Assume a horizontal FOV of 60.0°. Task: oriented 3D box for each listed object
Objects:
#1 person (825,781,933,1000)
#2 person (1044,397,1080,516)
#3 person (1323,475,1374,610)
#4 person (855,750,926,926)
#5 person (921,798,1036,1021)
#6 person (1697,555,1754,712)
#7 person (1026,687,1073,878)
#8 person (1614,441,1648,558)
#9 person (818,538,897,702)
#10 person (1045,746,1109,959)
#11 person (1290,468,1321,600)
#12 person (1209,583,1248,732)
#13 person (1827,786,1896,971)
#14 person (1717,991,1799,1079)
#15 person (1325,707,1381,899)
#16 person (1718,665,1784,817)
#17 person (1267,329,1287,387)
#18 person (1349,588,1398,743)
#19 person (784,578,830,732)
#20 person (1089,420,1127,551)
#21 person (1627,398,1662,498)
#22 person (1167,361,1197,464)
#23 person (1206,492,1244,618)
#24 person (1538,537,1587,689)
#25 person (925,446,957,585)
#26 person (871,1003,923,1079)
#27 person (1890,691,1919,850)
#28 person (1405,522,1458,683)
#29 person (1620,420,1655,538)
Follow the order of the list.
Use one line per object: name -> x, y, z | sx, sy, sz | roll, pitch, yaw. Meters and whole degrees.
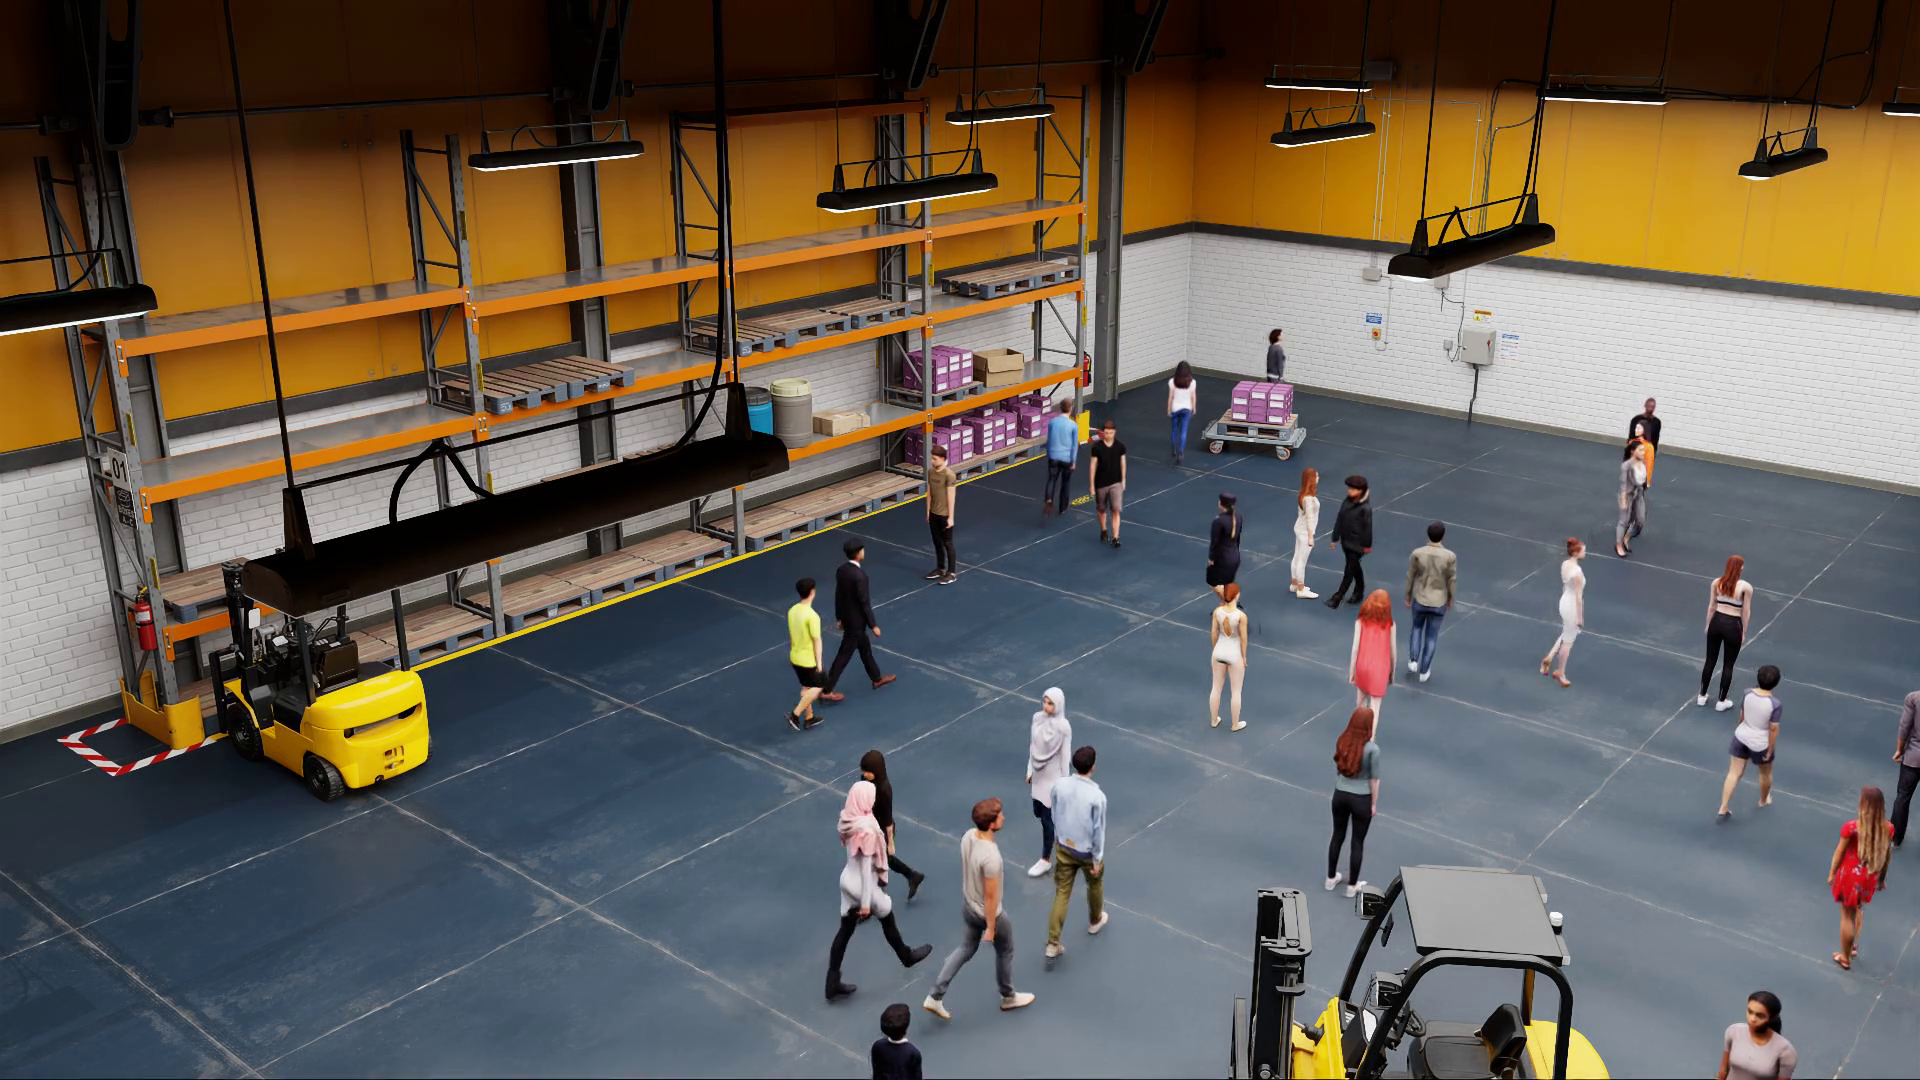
person -> -0.862, 2.760, 12.943 | 1.254, 1.753, 0.893 | -11, 22, -29
person -> 1.477, -1.198, 24.640 | 0.891, 1.788, 1.121 | 7, 20, 19
person -> 5.051, 0.017, 21.127 | 1.124, 1.728, 0.839 | -11, 22, -30
person -> -0.627, 2.455, 14.087 | 1.081, 1.600, 0.785 | -10, 21, -27
person -> 0.093, 2.819, 12.593 | 1.263, 1.866, 0.948 | -10, 21, -28
person -> 8.366, 1.002, 18.190 | 0.568, 1.736, 0.599 | -17, 25, -42
person -> 0.851, 2.114, 14.850 | 0.989, 1.760, 0.739 | -15, 24, -37
person -> 9.208, -0.581, 23.003 | 0.652, 1.664, 0.774 | -10, 21, -27
person -> -1.251, 0.922, 18.271 | 1.331, 1.836, 1.035 | -9, 21, -26
person -> 0.912, 2.560, 13.504 | 0.834, 1.773, 1.221 | 10, 21, 28
person -> 4.447, -0.104, 21.509 | 0.756, 1.713, 0.686 | 0, 19, -1
person -> 2.848, 1.230, 17.658 | 0.571, 1.643, 0.515 | 11, 22, 31
person -> 7.212, 2.736, 13.275 | 0.724, 1.587, 0.784 | 0, 19, 0
person -> 5.021, 3.603, 10.489 | 0.627, 1.721, 1.079 | 17, 25, 41
person -> 3.405, 2.265, 14.436 | 0.561, 1.737, 0.526 | 16, 25, 40
person -> 7.486, 1.931, 15.763 | 1.044, 1.523, 0.653 | -16, 24, -39
person -> 5.575, -2.890, 29.713 | 0.988, 1.758, 0.875 | -6, 19, -17
person -> 4.183, 1.420, 16.882 | 0.879, 1.779, 1.225 | 6, 20, 18
person -> -1.677, 1.253, 17.530 | 0.667, 1.681, 0.809 | 18, 25, 42
person -> 2.079, -0.813, 23.453 | 1.141, 1.816, 1.250 | 0, 19, -1
person -> 10.244, -1.308, 25.062 | 0.844, 1.728, 1.142 | 6, 20, 18
person -> 3.651, -2.082, 27.466 | 0.824, 1.660, 0.986 | 5, 19, 16
person -> 3.309, 0.251, 20.539 | 0.751, 1.660, 0.799 | -17, 25, -41
person -> 6.739, 0.820, 18.652 | 0.850, 1.785, 0.793 | 0, 19, -1
person -> -0.226, -0.353, 22.037 | 0.604, 1.849, 0.687 | -17, 25, -41
person -> -0.437, 3.669, 11.095 | 0.723, 1.209, 0.903 | 5, 19, 13
person -> 8.808, 1.969, 15.140 | 0.691, 1.849, 0.562 | 13, 22, 33
person -> 5.301, 0.733, 18.813 | 0.808, 1.849, 0.831 | 7, 20, 20
person -> 9.727, -0.875, 23.756 | 0.766, 1.741, 0.731 | -5, 19, -15
